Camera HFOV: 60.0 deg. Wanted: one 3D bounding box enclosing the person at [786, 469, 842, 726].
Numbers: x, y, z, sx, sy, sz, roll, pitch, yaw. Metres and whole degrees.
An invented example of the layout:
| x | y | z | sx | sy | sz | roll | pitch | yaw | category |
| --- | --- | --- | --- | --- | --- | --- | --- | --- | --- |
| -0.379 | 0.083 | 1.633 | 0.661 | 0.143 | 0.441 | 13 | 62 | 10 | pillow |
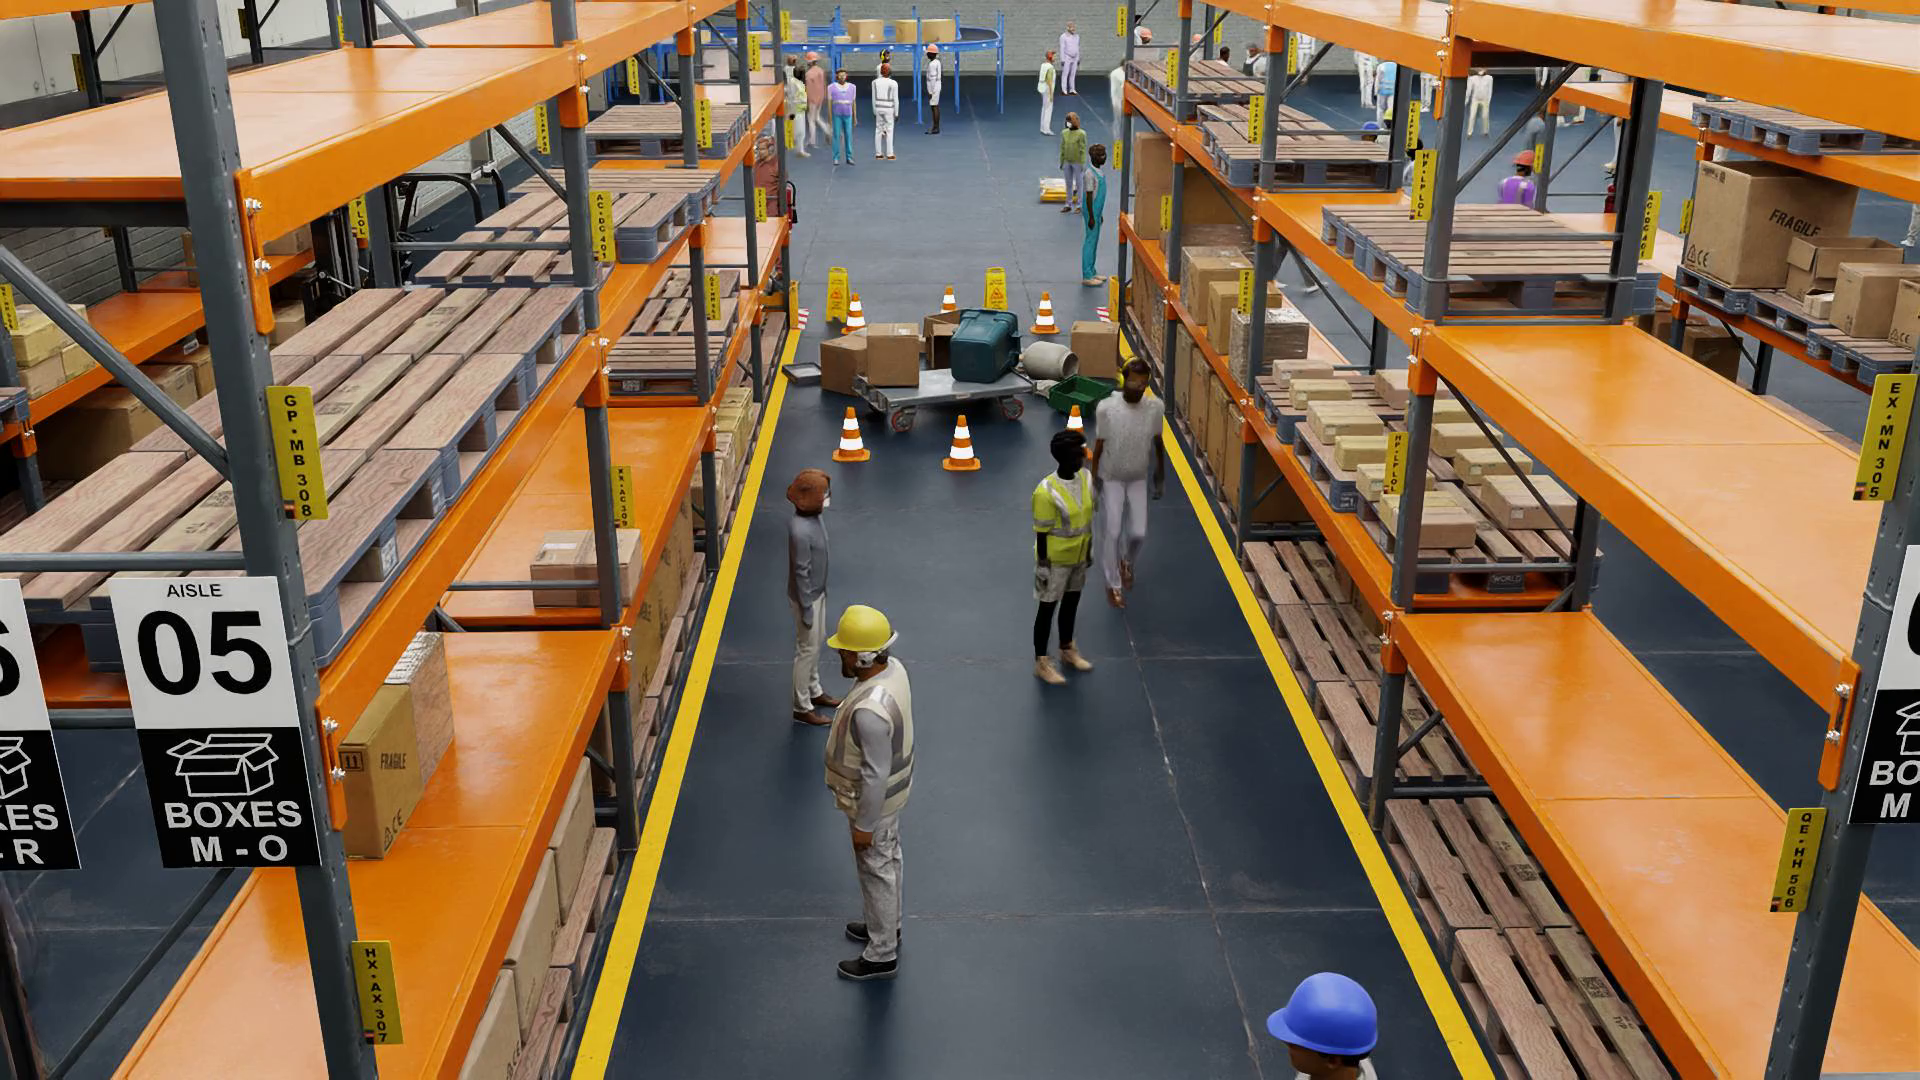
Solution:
| x | y | z | sx | sy | sz | roll | pitch | yaw | category |
| --- | --- | --- | --- | --- | --- | --- | --- | --- | --- |
| -0.898 | 0.339 | 10.038 | 0.285 | 1.622 | 0.512 | 2 | 21 | 5 | person |

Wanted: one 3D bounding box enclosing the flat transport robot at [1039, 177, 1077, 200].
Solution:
| x | y | z | sx | sy | sz | roll | pitch | yaw | category |
| --- | --- | --- | --- | --- | --- | --- | --- | --- | --- |
| 1.727 | -6.140 | 29.046 | 0.652 | 0.197 | 1.431 | 0 | 21 | 1 | flat transport robot |

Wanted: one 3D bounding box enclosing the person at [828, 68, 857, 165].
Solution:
| x | y | z | sx | sy | sz | roll | pitch | yaw | category |
| --- | --- | --- | --- | --- | --- | --- | --- | --- | --- |
| -2.300 | -8.270 | 32.483 | 0.570 | 1.845 | 0.380 | -6 | 22 | -17 | person |

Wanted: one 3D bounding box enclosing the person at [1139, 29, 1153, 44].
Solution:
| x | y | z | sx | sy | sz | roll | pitch | yaw | category |
| --- | --- | --- | --- | --- | --- | --- | --- | --- | --- |
| 4.472 | -11.373 | 40.435 | 0.406 | 2.035 | 0.601 | 16 | 26 | 36 | person |

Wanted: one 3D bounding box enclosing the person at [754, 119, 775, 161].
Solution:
| x | y | z | sx | sy | sz | roll | pitch | yaw | category |
| --- | --- | --- | --- | --- | --- | --- | --- | --- | --- |
| -3.628 | -7.333 | 30.043 | 0.586 | 1.822 | 0.404 | -5 | 21 | -13 | person |

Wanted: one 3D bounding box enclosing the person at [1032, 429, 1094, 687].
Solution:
| x | y | z | sx | sy | sz | roll | pitch | yaw | category |
| --- | --- | --- | --- | --- | --- | --- | --- | --- | --- |
| 0.658 | 0.099 | 10.586 | 0.321 | 1.690 | 0.541 | 18 | 27 | 39 | person |

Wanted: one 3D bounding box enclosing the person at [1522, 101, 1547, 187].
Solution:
| x | y | z | sx | sy | sz | roll | pitch | yaw | category |
| --- | --- | --- | --- | --- | --- | --- | --- | --- | --- |
| 9.034 | -5.928 | 26.180 | 0.390 | 1.928 | 0.742 | 1 | 21 | 3 | person |

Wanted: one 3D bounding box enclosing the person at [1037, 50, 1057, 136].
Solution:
| x | y | z | sx | sy | sz | roll | pitch | yaw | category |
| --- | --- | --- | --- | --- | --- | --- | --- | --- | --- |
| 1.917 | -9.867 | 36.719 | 0.390 | 1.837 | 0.576 | -5 | 21 | -12 | person |

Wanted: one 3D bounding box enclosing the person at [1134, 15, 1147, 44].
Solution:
| x | y | z | sx | sy | sz | roll | pitch | yaw | category |
| --- | --- | --- | --- | --- | --- | --- | --- | --- | --- |
| 5.024 | -13.846 | 47.054 | 0.600 | 1.967 | 0.368 | -11 | 23 | -26 | person |

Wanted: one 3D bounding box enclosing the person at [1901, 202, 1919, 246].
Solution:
| x | y | z | sx | sy | sz | roll | pitch | yaw | category |
| --- | --- | --- | --- | --- | --- | --- | --- | --- | --- |
| 14.291 | -5.210 | 24.553 | 0.485 | 1.737 | 0.321 | 1 | 21 | 3 | person |

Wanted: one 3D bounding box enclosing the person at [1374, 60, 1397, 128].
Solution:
| x | y | z | sx | sy | sz | roll | pitch | yaw | category |
| --- | --- | --- | --- | --- | --- | --- | --- | --- | --- |
| 9.508 | -9.948 | 36.988 | 0.653 | 1.792 | 0.935 | 2 | 21 | 4 | person |

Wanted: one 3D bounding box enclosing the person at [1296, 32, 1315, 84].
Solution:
| x | y | z | sx | sy | sz | roll | pitch | yaw | category |
| --- | --- | --- | --- | --- | --- | --- | --- | --- | --- |
| 9.840 | -13.966 | 47.508 | 0.586 | 1.858 | 0.746 | -4 | 21 | -11 | person |

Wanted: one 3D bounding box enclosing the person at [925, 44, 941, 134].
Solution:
| x | y | z | sx | sy | sz | roll | pitch | yaw | category |
| --- | --- | --- | --- | --- | --- | --- | --- | --- | --- |
| -0.600 | -10.011 | 36.953 | 0.346 | 1.942 | 0.546 | 3 | 21 | 9 | person |

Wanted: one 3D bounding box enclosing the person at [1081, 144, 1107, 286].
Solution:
| x | y | z | sx | sy | sz | roll | pitch | yaw | category |
| --- | --- | --- | --- | --- | --- | --- | --- | --- | --- |
| 1.787 | -4.305 | 22.005 | 0.346 | 1.846 | 0.506 | 6 | 22 | 16 | person |

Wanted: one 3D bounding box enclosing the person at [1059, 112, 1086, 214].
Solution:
| x | y | z | sx | sy | sz | roll | pitch | yaw | category |
| --- | --- | --- | --- | --- | --- | --- | --- | --- | --- |
| 1.846 | -6.175 | 27.255 | 0.504 | 1.626 | 0.279 | 17 | 26 | 37 | person |

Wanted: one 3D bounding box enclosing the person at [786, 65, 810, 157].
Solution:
| x | y | z | sx | sy | sz | roll | pitch | yaw | category |
| --- | --- | --- | --- | --- | --- | --- | --- | --- | --- |
| -3.314 | -8.614 | 33.429 | 0.548 | 1.821 | 0.651 | 5 | 21 | 13 | person |

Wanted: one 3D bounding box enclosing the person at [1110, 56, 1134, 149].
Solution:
| x | y | z | sx | sy | sz | roll | pitch | yaw | category |
| --- | --- | --- | --- | --- | --- | --- | --- | --- | --- |
| 3.425 | -9.063 | 34.499 | 0.637 | 1.906 | 0.848 | -5 | 21 | -14 | person |

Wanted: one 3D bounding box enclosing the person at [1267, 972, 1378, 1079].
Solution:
| x | y | z | sx | sy | sz | roll | pitch | yaw | category |
| --- | --- | --- | --- | --- | --- | --- | --- | --- | --- |
| 1.053 | 2.113 | 4.896 | 0.395 | 1.949 | 0.602 | 2 | 21 | 6 | person |

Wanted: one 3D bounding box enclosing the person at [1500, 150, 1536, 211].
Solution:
| x | y | z | sx | sy | sz | roll | pitch | yaw | category |
| --- | --- | --- | --- | --- | --- | --- | --- | --- | --- |
| 6.954 | -3.920 | 20.907 | 0.537 | 1.920 | 0.570 | -8 | 22 | -20 | person |

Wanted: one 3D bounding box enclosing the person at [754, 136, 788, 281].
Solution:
| x | y | z | sx | sy | sz | roll | pitch | yaw | category |
| --- | --- | --- | --- | --- | --- | --- | --- | --- | --- |
| -2.574 | -4.426 | 22.242 | 0.642 | 1.907 | 0.410 | 19 | 28 | 41 | person |

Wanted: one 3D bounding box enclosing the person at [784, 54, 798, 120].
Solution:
| x | y | z | sx | sy | sz | roll | pitch | yaw | category |
| --- | --- | --- | --- | --- | --- | --- | --- | --- | --- |
| -3.835 | -10.239 | 38.013 | 0.555 | 1.642 | 0.386 | 18 | 27 | 39 | person |

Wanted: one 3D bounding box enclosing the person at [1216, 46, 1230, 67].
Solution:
| x | y | z | sx | sy | sz | roll | pitch | yaw | category |
| --- | --- | --- | --- | --- | --- | --- | --- | --- | --- |
| 5.742 | -9.927 | 36.785 | 0.403 | 1.907 | 0.599 | -6 | 21 | -15 | person |

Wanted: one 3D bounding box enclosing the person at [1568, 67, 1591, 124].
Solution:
| x | y | z | sx | sy | sz | roll | pitch | yaw | category |
| --- | --- | --- | --- | --- | --- | --- | --- | --- | --- |
| 14.465 | -10.514 | 38.726 | 0.507 | 1.623 | 0.289 | -19 | 28 | -41 | person |

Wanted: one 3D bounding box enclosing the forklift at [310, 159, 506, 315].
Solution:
| x | y | z | sx | sy | sz | roll | pitch | yaw | category |
| --- | --- | --- | --- | --- | --- | --- | --- | --- | --- |
| -5.622 | -2.910 | 17.832 | 2.313 | 2.155 | 1.214 | -1 | 21 | -1 | forklift |

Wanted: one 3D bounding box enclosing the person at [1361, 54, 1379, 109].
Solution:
| x | y | z | sx | sy | sz | roll | pitch | yaw | category |
| --- | --- | --- | --- | --- | --- | --- | --- | --- | --- |
| 10.319 | -11.821 | 41.734 | 0.402 | 1.943 | 0.605 | -2 | 21 | -6 | person |

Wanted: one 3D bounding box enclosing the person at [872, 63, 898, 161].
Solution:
| x | y | z | sx | sy | sz | roll | pitch | yaw | category |
| --- | --- | --- | --- | --- | --- | --- | --- | --- | --- |
| -1.490 | -8.505 | 33.072 | 0.573 | 1.876 | 0.355 | 9 | 22 | 21 | person |

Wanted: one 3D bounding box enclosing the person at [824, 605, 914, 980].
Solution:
| x | y | z | sx | sy | sz | roll | pitch | yaw | category |
| --- | --- | --- | --- | --- | --- | --- | --- | --- | --- |
| -0.414 | 1.146 | 7.616 | 0.404 | 1.828 | 0.600 | 2 | 21 | 5 | person |

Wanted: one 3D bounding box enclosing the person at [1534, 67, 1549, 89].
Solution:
| x | y | z | sx | sy | sz | roll | pitch | yaw | category |
| --- | --- | --- | --- | --- | --- | --- | --- | --- | --- |
| 16.298 | -13.536 | 46.367 | 0.593 | 1.868 | 0.420 | 9 | 22 | 22 | person |

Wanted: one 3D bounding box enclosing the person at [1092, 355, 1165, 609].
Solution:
| x | y | z | sx | sy | sz | roll | pitch | yaw | category |
| --- | --- | --- | --- | --- | --- | --- | --- | --- | --- |
| 1.175 | -0.428 | 11.759 | 0.578 | 1.845 | 0.452 | -2 | 21 | -6 | person |

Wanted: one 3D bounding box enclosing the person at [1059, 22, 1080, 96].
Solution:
| x | y | z | sx | sy | sz | roll | pitch | yaw | category |
| --- | --- | --- | --- | --- | --- | --- | --- | --- | --- |
| 2.974 | -12.943 | 44.753 | 0.642 | 1.909 | 0.409 | -15 | 25 | -35 | person |

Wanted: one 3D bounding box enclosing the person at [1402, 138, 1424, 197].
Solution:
| x | y | z | sx | sy | sz | roll | pitch | yaw | category |
| --- | --- | --- | --- | --- | --- | --- | --- | --- | --- |
| 6.435 | -4.870 | 23.704 | 0.320 | 1.695 | 0.537 | 3 | 21 | 9 | person |

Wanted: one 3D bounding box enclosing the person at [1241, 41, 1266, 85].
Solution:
| x | y | z | sx | sy | sz | roll | pitch | yaw | category |
| --- | --- | --- | --- | --- | --- | --- | --- | --- | --- |
| 6.645 | -10.343 | 37.693 | 1.109 | 2.000 | 0.678 | -7 | 22 | -18 | person |

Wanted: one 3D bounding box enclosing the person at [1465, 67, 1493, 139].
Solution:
| x | y | z | sx | sy | sz | roll | pitch | yaw | category |
| --- | --- | --- | --- | --- | --- | --- | --- | --- | --- |
| 11.316 | -9.534 | 36.140 | 0.652 | 1.620 | 0.452 | 7 | 22 | 17 | person |

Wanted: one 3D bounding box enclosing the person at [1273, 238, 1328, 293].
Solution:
| x | y | z | sx | sy | sz | roll | pitch | yaw | category |
| --- | --- | --- | --- | --- | --- | --- | --- | --- | --- |
| 4.400 | -4.174 | 21.640 | 0.763 | 1.865 | 0.630 | 0 | 21 | 1 | person |

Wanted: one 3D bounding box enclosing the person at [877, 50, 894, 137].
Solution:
| x | y | z | sx | sy | sz | roll | pitch | yaw | category |
| --- | --- | --- | --- | --- | --- | --- | --- | --- | --- |
| -1.660 | -9.826 | 36.587 | 0.329 | 1.861 | 0.502 | 8 | 22 | 19 | person |

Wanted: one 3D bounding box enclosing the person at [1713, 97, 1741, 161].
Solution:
| x | y | z | sx | sy | sz | roll | pitch | yaw | category |
| --- | --- | --- | --- | --- | --- | --- | --- | --- | --- |
| 14.743 | -7.942 | 31.903 | 0.520 | 1.639 | 0.312 | -14 | 25 | -32 | person |

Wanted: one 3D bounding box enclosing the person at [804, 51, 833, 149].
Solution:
| x | y | z | sx | sy | sz | roll | pitch | yaw | category |
| --- | --- | --- | --- | --- | --- | --- | --- | --- | --- |
| -3.007 | -9.142 | 34.593 | 0.539 | 1.982 | 0.634 | 12 | 24 | 29 | person |
